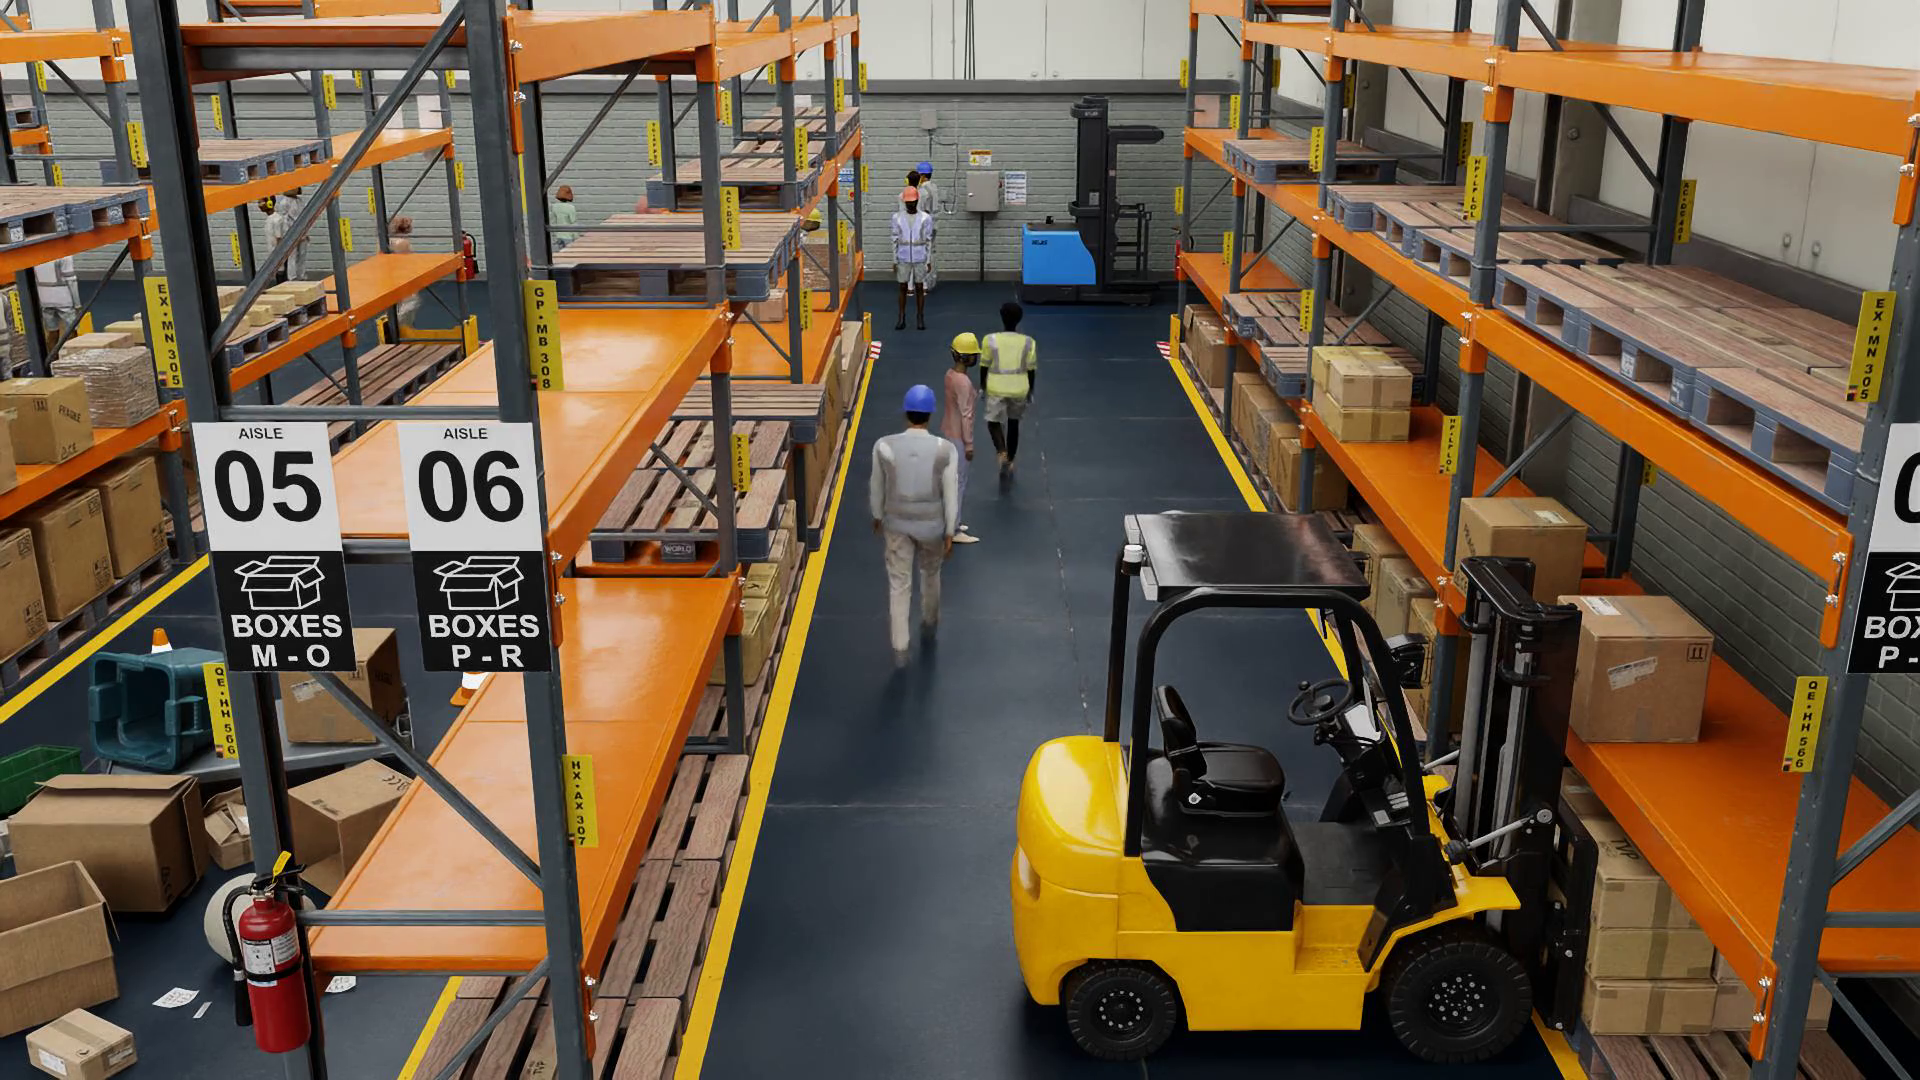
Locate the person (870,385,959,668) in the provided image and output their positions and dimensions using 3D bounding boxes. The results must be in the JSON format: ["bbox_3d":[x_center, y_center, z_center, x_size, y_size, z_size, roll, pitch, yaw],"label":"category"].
[{"bbox_3d":[-0.314,-0.105,11.372,0.607,1.901,0.996,0,18,0],"label":"person"}]

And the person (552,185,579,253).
[{"bbox_3d":[-5.972,-4.562,25.259,0.503,1.628,0.275,13,23,35],"label":"person"}]

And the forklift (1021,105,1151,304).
[{"bbox_3d":[1.857,-4.944,24.441,1.873,2.768,1.129,0,18,0],"label":"forklift"}]

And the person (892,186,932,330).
[{"bbox_3d":[-0.645,-3.803,22.467,0.547,1.938,0.377,1,18,3],"label":"person"}]

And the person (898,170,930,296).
[{"bbox_3d":[-0.696,-4.626,25.062,0.520,1.873,0.335,-5,19,-13],"label":"person"}]

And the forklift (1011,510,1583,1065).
[{"bbox_3d":[1.387,1.055,7.378,2.313,2.155,1.214,0,18,0],"label":"forklift"}]

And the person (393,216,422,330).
[{"bbox_3d":[-7.313,-3.432,21.828,0.435,1.620,0.579,-8,20,-22],"label":"person"}]

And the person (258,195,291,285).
[{"bbox_3d":[-9.269,-3.804,22.609,0.342,1.857,0.508,-11,21,-30],"label":"person"}]

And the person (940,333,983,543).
[{"bbox_3d":[0.019,-0.850,13.828,0.349,1.761,0.528,-5,19,-16],"label":"person"}]

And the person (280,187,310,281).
[{"bbox_3d":[-10.077,-4.638,25.296,0.307,1.745,0.484,6,19,16],"label":"person"}]

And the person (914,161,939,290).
[{"bbox_3d":[-0.517,-4.812,25.502,0.391,1.948,0.605,5,19,16],"label":"person"}]

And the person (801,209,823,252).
[{"bbox_3d":[-1.933,-3.472,21.798,0.321,1.731,0.490,0,18,0],"label":"person"}]

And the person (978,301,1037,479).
[{"bbox_3d":[0.461,-1.390,15.573,0.546,1.678,0.636,-3,19,-9],"label":"person"}]

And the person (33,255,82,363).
[{"bbox_3d":[-10.517,-2.781,19.401,0.549,1.928,0.389,1,18,4],"label":"person"}]
